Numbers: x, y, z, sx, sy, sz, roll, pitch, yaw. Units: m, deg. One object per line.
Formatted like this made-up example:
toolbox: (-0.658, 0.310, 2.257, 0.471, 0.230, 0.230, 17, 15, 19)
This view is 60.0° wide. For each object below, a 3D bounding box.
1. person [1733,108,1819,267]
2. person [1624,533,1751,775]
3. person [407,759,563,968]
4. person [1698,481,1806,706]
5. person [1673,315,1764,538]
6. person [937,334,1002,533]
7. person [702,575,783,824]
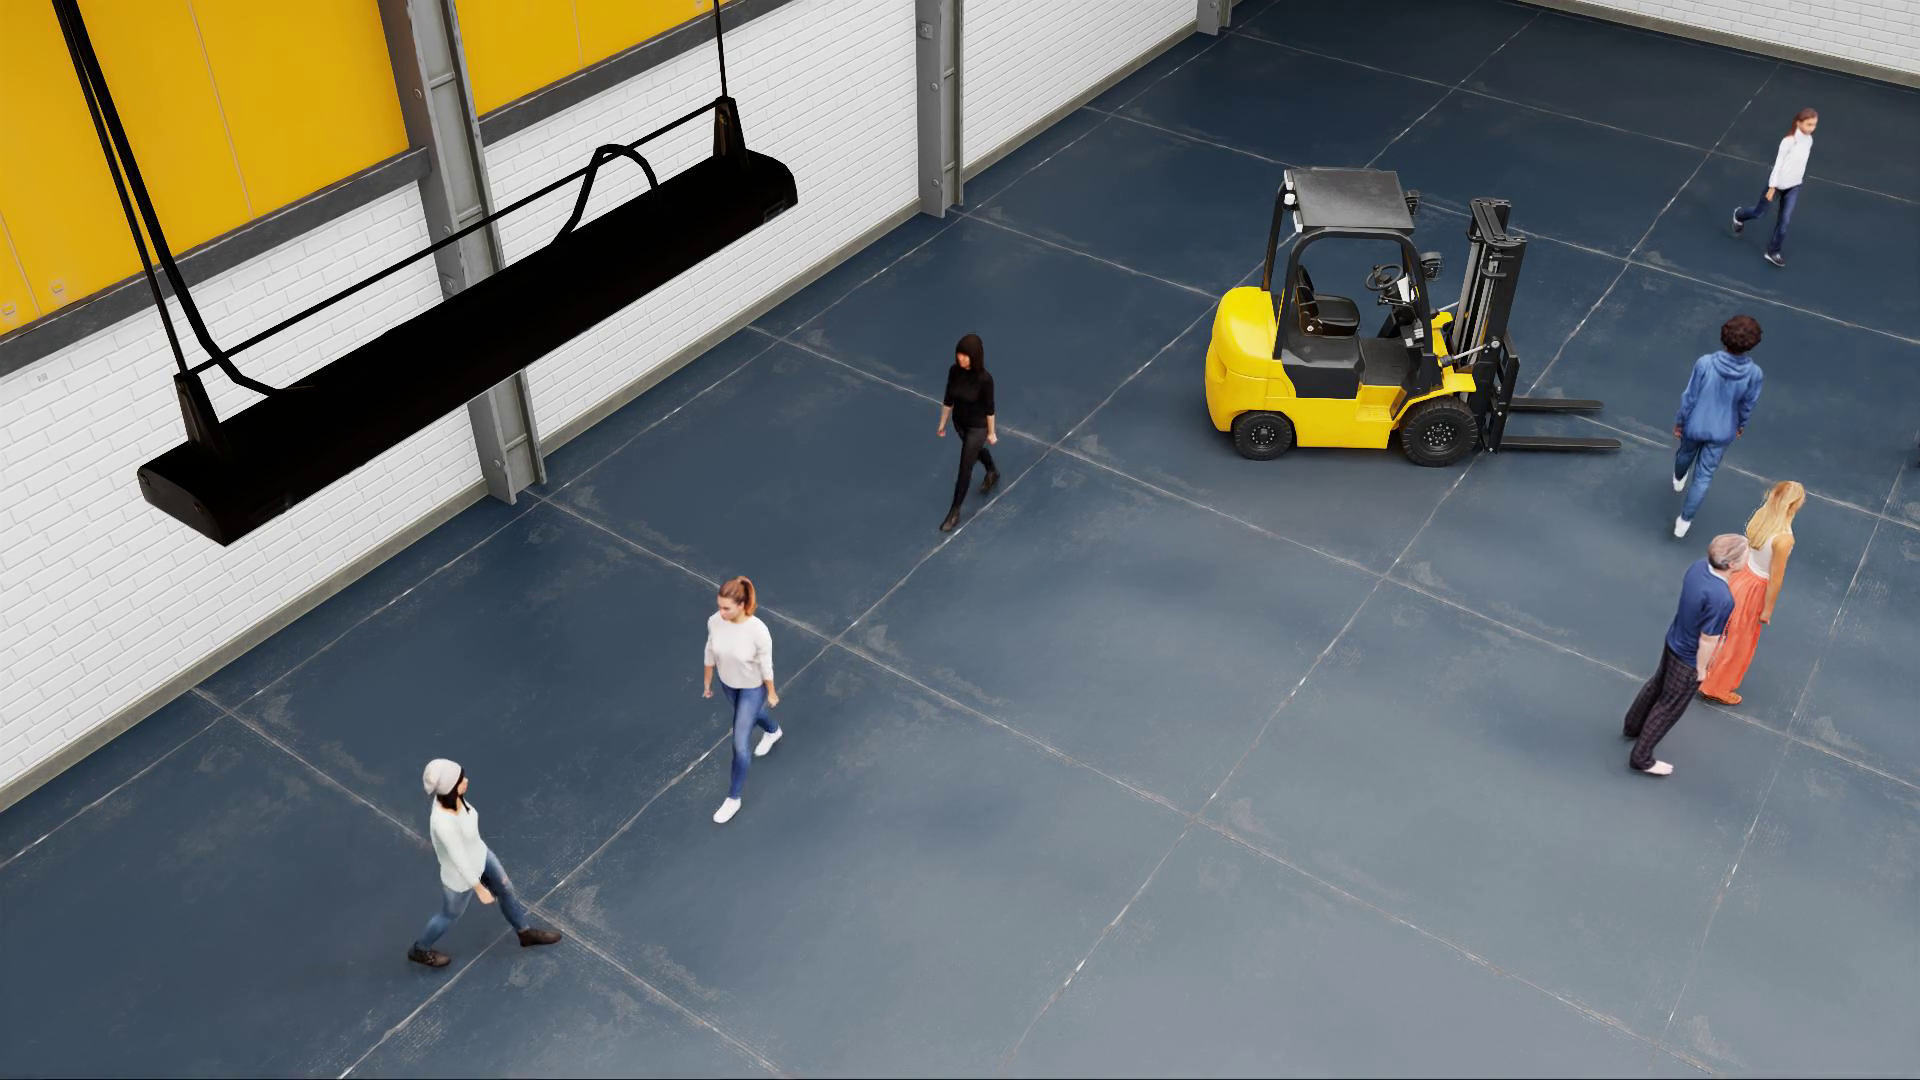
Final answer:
person: (8.002, -3.508, 16.271, 0.951, 1.539, 0.996, -8, 39, -10)
person: (4.684, 0.712, 10.726, 0.818, 1.864, 0.691, 5, 39, 6)
person: (-2.897, 1.887, 9.457, 1.105, 1.611, 1.086, -4, 39, -5)
person: (5.310, 0.338, 11.246, 0.806, 1.801, 0.719, 0, 39, 0)
person: (5.742, -0.830, 12.744, 0.777, 1.756, 1.186, 18, 42, 21)
person: (0.130, -0.927, 12.988, 0.608, 1.602, 1.071, 25, 45, 28)
person: (-1.348, 0.894, 10.651, 0.623, 1.673, 1.097, 22, 44, 25)
